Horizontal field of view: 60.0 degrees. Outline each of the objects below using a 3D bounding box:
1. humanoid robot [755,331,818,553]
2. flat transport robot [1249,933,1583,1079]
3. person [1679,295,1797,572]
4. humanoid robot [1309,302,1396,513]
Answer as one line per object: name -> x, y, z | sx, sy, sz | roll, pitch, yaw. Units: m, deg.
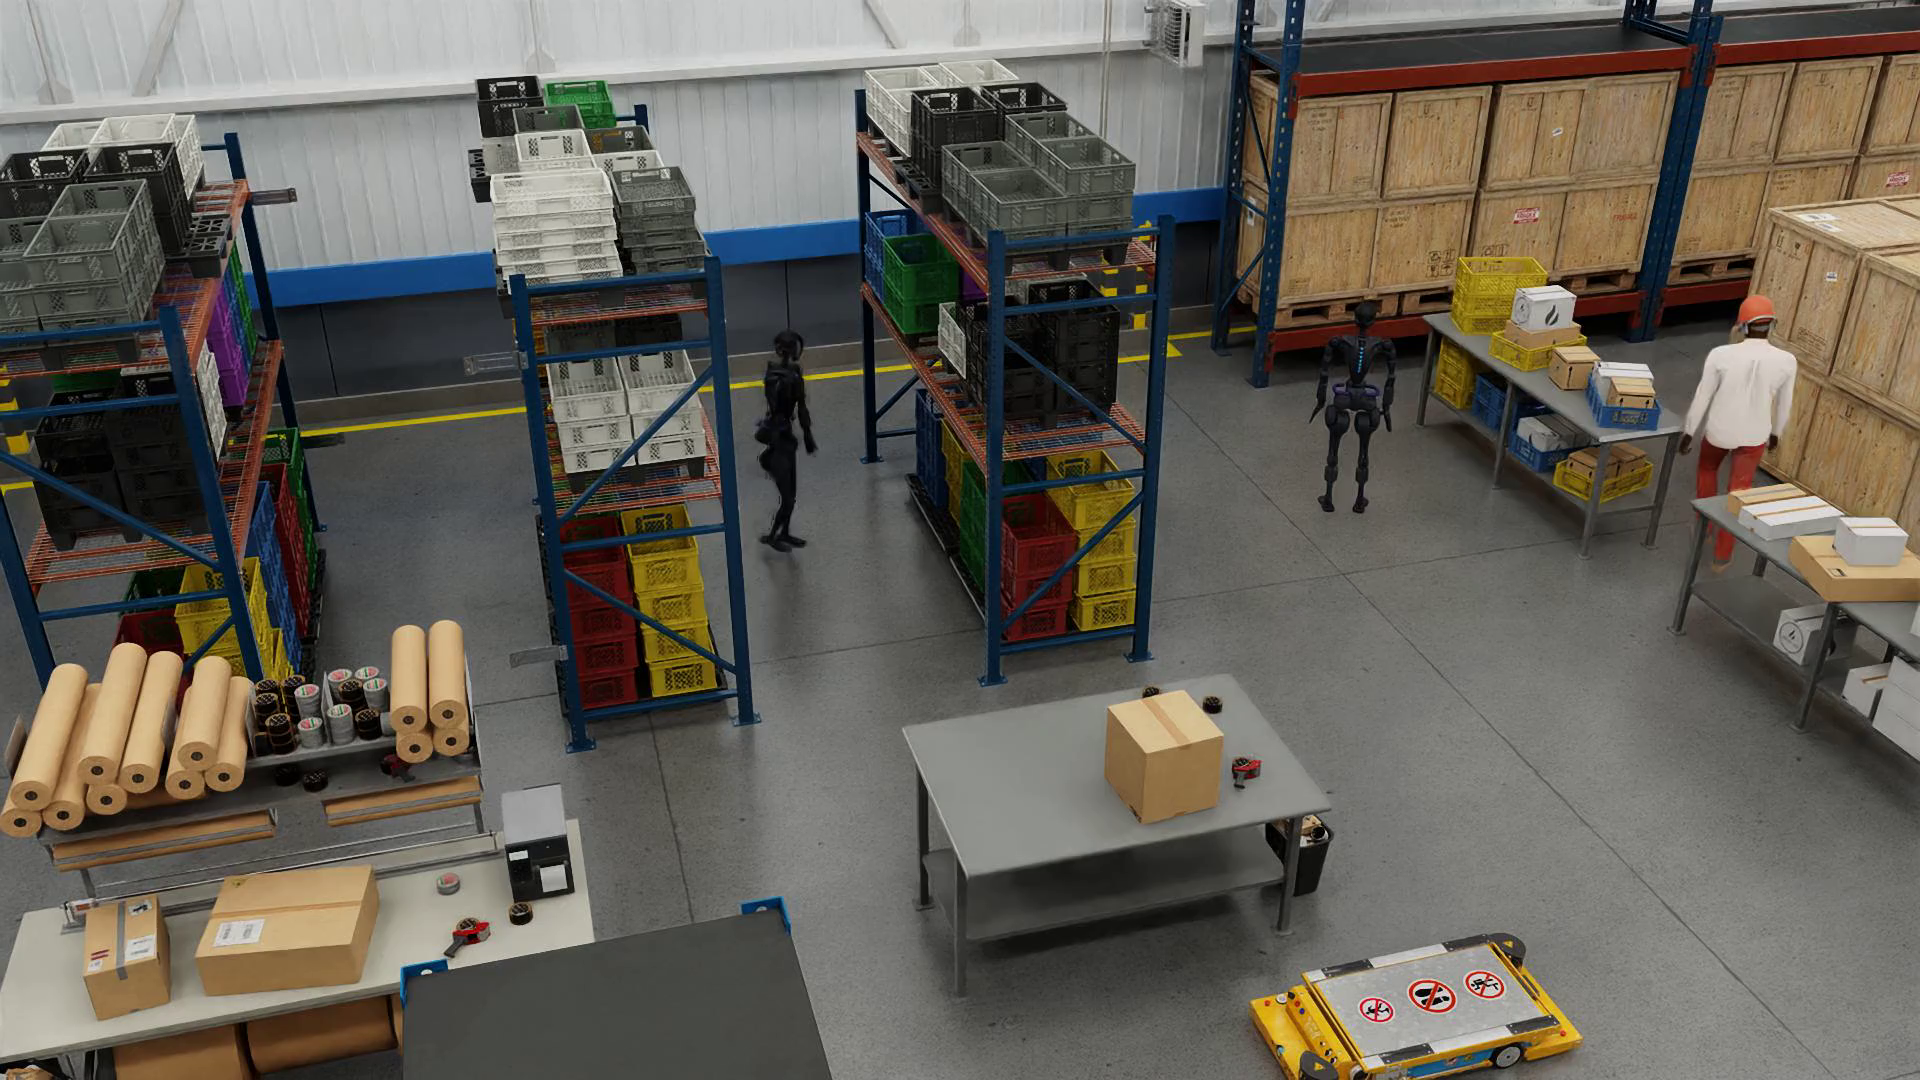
humanoid robot -> -1.254, -0.689, 11.975 | 0.376, 1.649, 0.619 | 6, 29, 12
flat transport robot -> 2.184, 2.282, 7.980 | 1.431, 0.197, 0.652 | -8, 30, -14
person -> 5.499, -0.785, 11.842 | 0.684, 1.943, 0.810 | 8, 30, 14
humanoid robot -> 2.955, -1.002, 12.508 | 0.611, 1.657, 0.309 | 4, 29, 7
